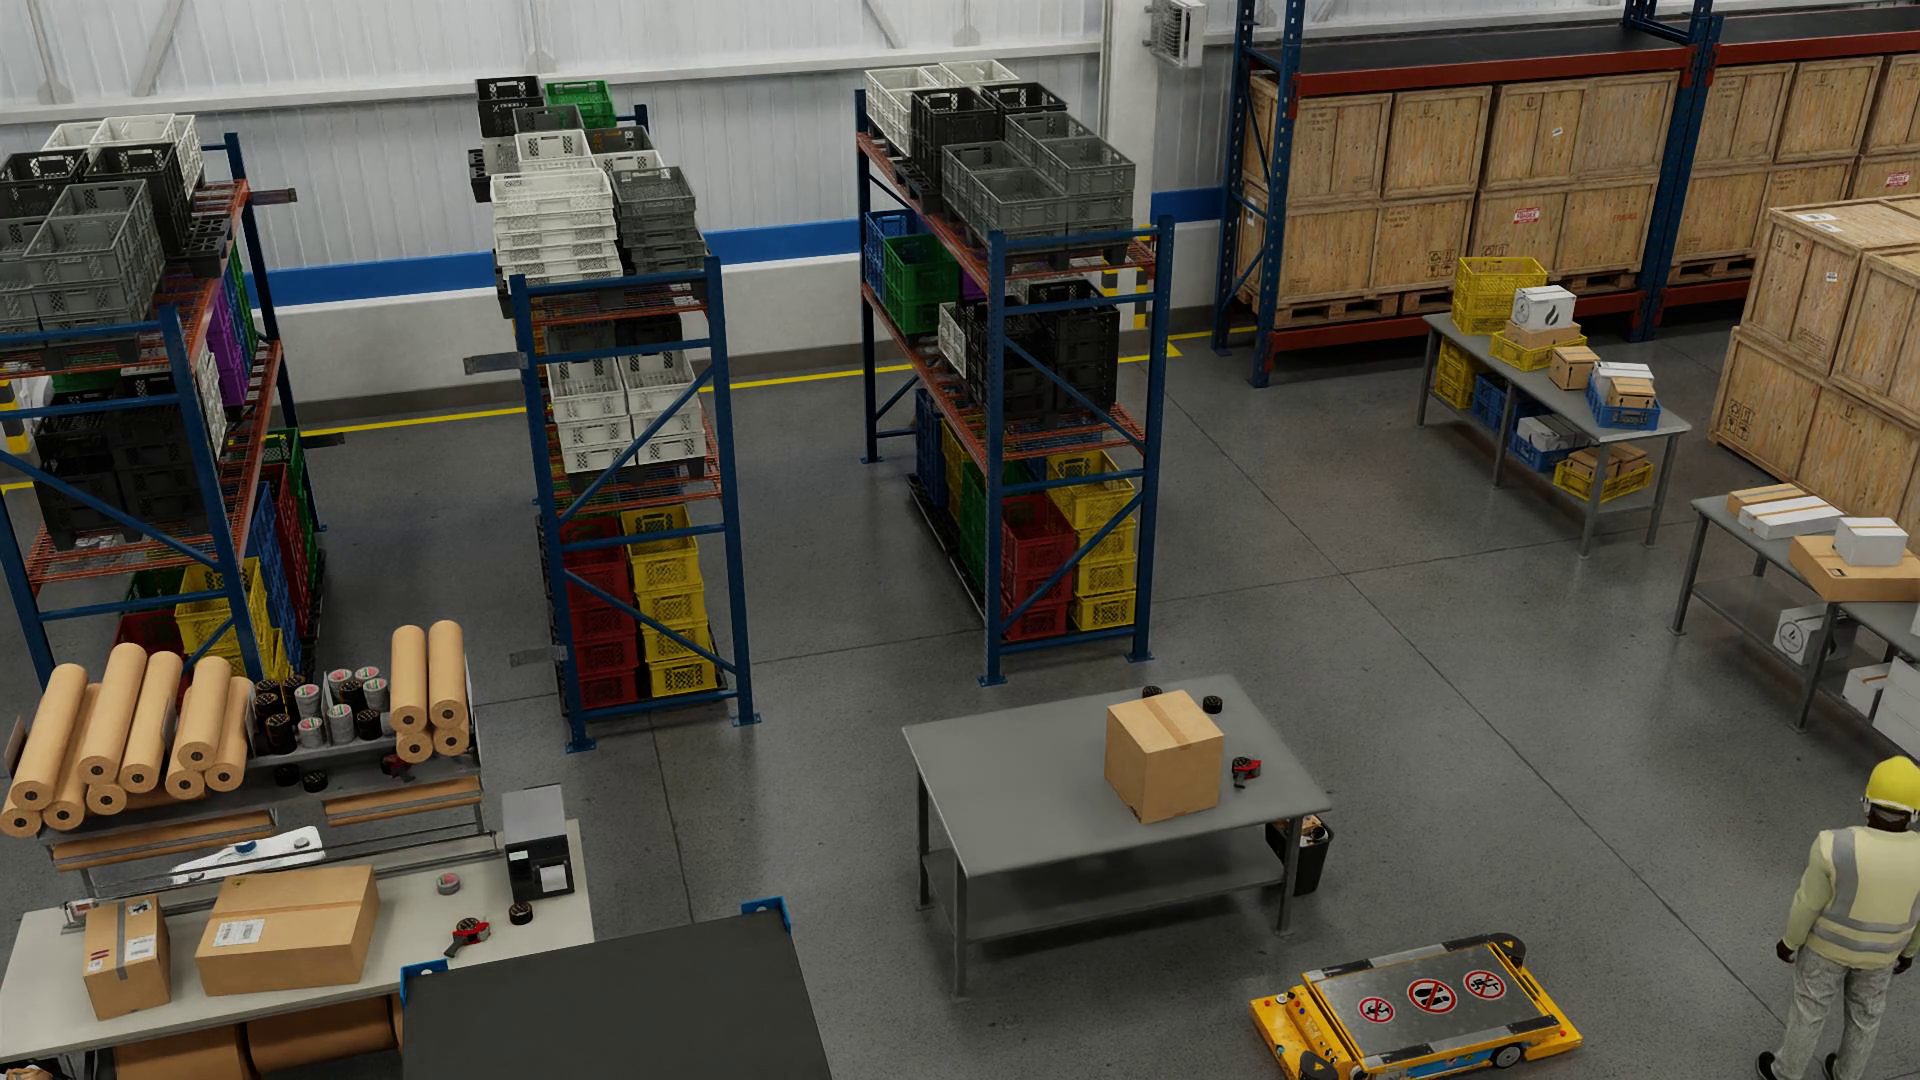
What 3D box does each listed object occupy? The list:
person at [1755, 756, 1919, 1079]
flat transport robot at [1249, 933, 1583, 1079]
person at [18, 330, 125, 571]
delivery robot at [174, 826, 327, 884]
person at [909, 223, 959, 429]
[{"bbox_3d":[3.931,1.749,7.348,0.592,1.825,0.404,3,29,6],"label":"person"},{"bbox_3d":[2.184,2.282,7.980,1.431,0.197,0.652,-8,30,-14],"label":"flat transport robot"},{"bbox_3d":[-6.283,-0.650,11.652,0.584,1.882,0.337,18,33,29],"label":"person"},{"bbox_3d":[-3.652,1.734,8.592,0.707,0.478,0.477,-15,32,-26],"label":"delivery robot"},{"bbox_3d":[-0.239,-1.854,13.806,0.657,1.922,0.518,18,33,29],"label":"person"}]
